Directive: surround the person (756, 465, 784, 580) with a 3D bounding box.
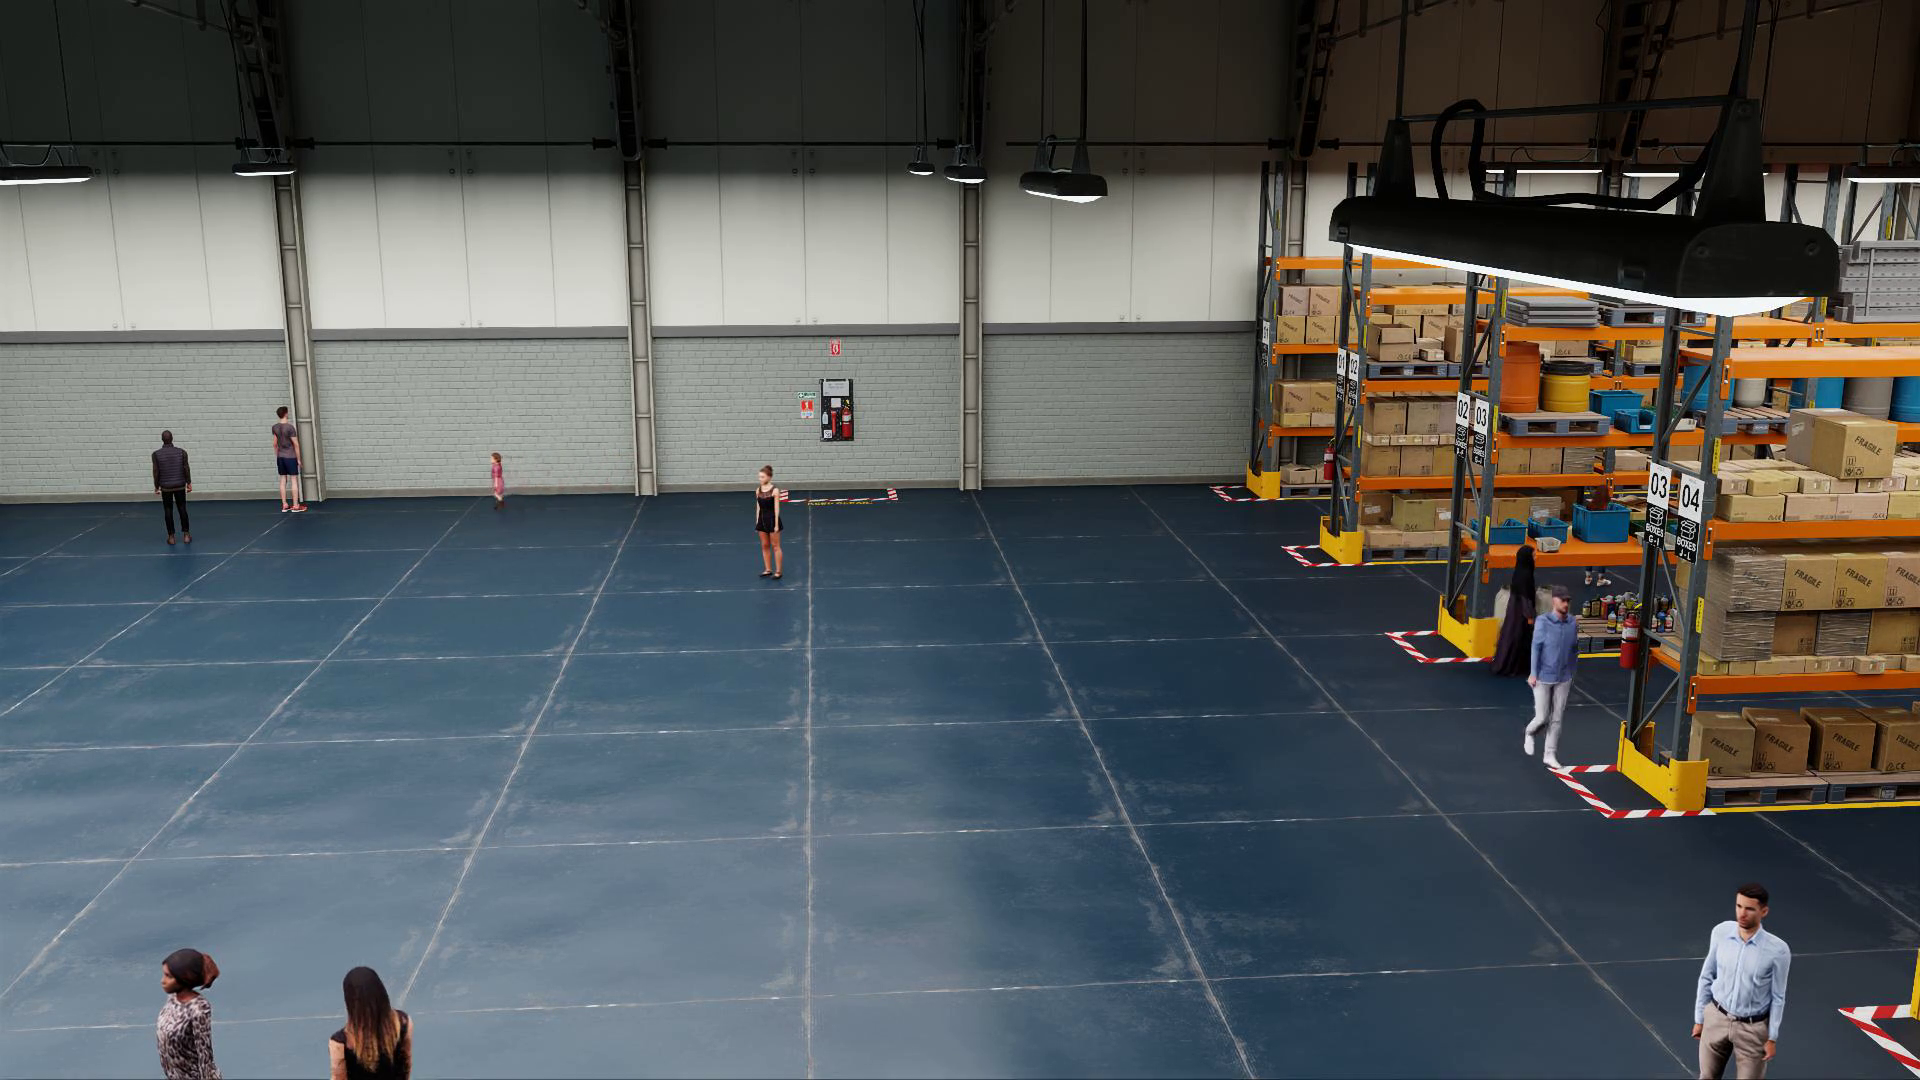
[{"bbox_3d":[-2.803,-0.268,24.487,0.671,1.681,0.752,8,15,30],"label":"person"}]

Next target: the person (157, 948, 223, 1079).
[{"bbox_3d":[-4.416,3.161,9.605,0.679,1.714,0.738,11,17,39],"label":"person"}]

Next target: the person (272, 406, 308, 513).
[{"bbox_3d":[-11.756,-1.414,29.056,0.605,1.853,0.769,3,13,14],"label":"person"}]

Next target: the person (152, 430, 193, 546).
[{"bbox_3d":[-12.642,-0.858,26.693,0.664,1.836,0.838,-7,15,-28],"label":"person"}]

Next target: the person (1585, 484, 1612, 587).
[{"bbox_3d":[9.261,-0.081,24.112,0.634,1.485,0.694,11,17,39],"label":"person"}]

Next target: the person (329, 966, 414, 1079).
[{"bbox_3d":[-3.228,3.248,9.288,0.938,1.688,0.979,-11,17,-40],"label":"person"}]

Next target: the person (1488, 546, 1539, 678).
[{"bbox_3d":[6.608,0.846,19.841,1.103,1.608,0.883,5,14,19],"label":"person"}]

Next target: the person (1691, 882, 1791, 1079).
[{"bbox_3d":[4.758,2.961,10.177,0.755,1.847,0.812,11,17,40],"label":"person"}]

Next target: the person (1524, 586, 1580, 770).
[{"bbox_3d":[6.012,1.368,16.984,0.730,1.878,0.742,-2,13,-7],"label":"person"}]

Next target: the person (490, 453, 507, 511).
[{"bbox_3d":[-8.088,-1.028,29.245,0.463,1.015,0.431,-1,13,-3],"label":"person"}]
